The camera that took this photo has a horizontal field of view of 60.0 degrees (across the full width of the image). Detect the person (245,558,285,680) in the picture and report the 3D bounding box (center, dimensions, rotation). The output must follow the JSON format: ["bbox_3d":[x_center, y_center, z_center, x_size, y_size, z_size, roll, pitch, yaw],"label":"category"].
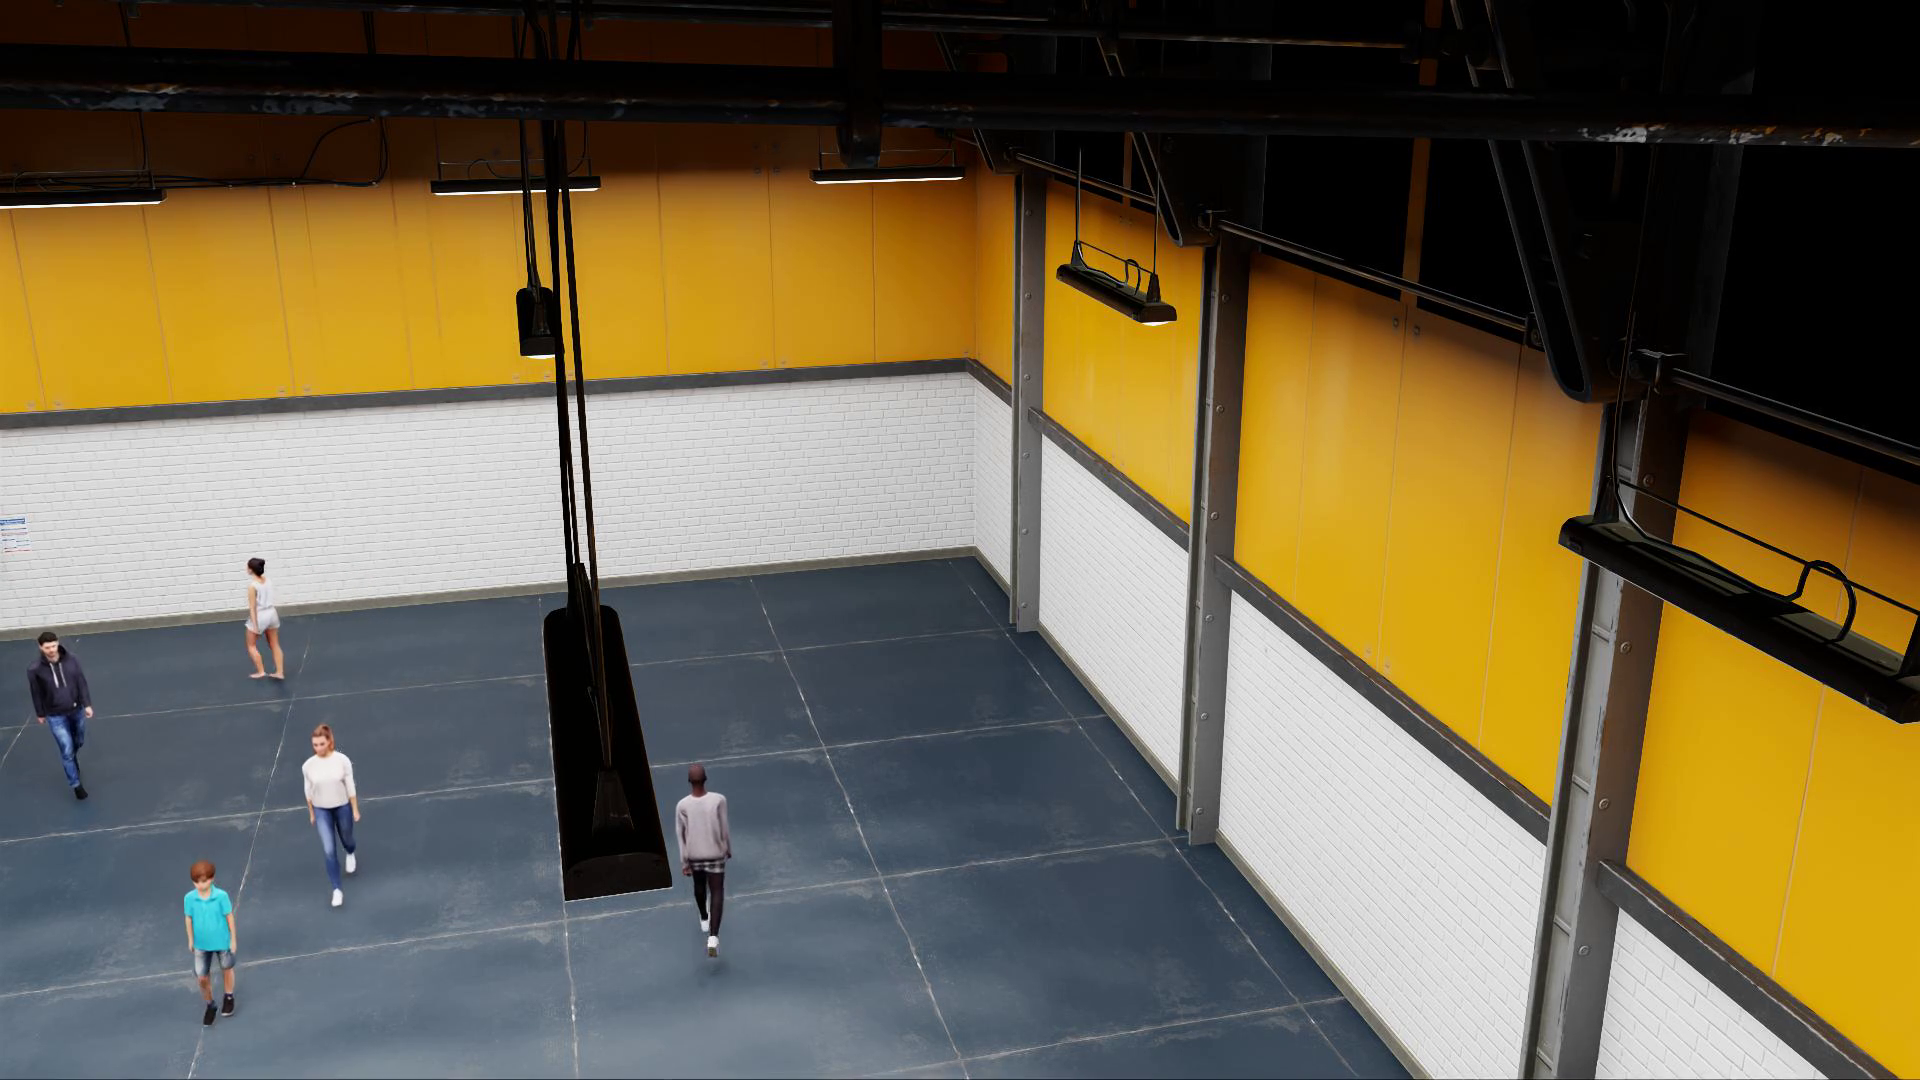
[{"bbox_3d":[-8.532,0.993,20.513,0.790,1.596,0.730,7,20,19],"label":"person"}]

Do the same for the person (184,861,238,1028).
[{"bbox_3d":[-6.238,3.298,13.912,0.548,1.441,0.614,-4,19,-12],"label":"person"}]

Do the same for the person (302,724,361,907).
[{"bbox_3d":[-5.924,2.544,15.758,0.618,1.691,1.055,-5,19,-15],"label":"person"}]

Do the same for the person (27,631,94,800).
[{"bbox_3d":[-9.560,1.798,17.728,1.054,1.848,1.297,-18,25,-42],"label":"person"}]

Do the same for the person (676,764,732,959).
[{"bbox_3d":[-2.253,2.850,14.770,0.756,1.742,1.187,-2,19,-5],"label":"person"}]
